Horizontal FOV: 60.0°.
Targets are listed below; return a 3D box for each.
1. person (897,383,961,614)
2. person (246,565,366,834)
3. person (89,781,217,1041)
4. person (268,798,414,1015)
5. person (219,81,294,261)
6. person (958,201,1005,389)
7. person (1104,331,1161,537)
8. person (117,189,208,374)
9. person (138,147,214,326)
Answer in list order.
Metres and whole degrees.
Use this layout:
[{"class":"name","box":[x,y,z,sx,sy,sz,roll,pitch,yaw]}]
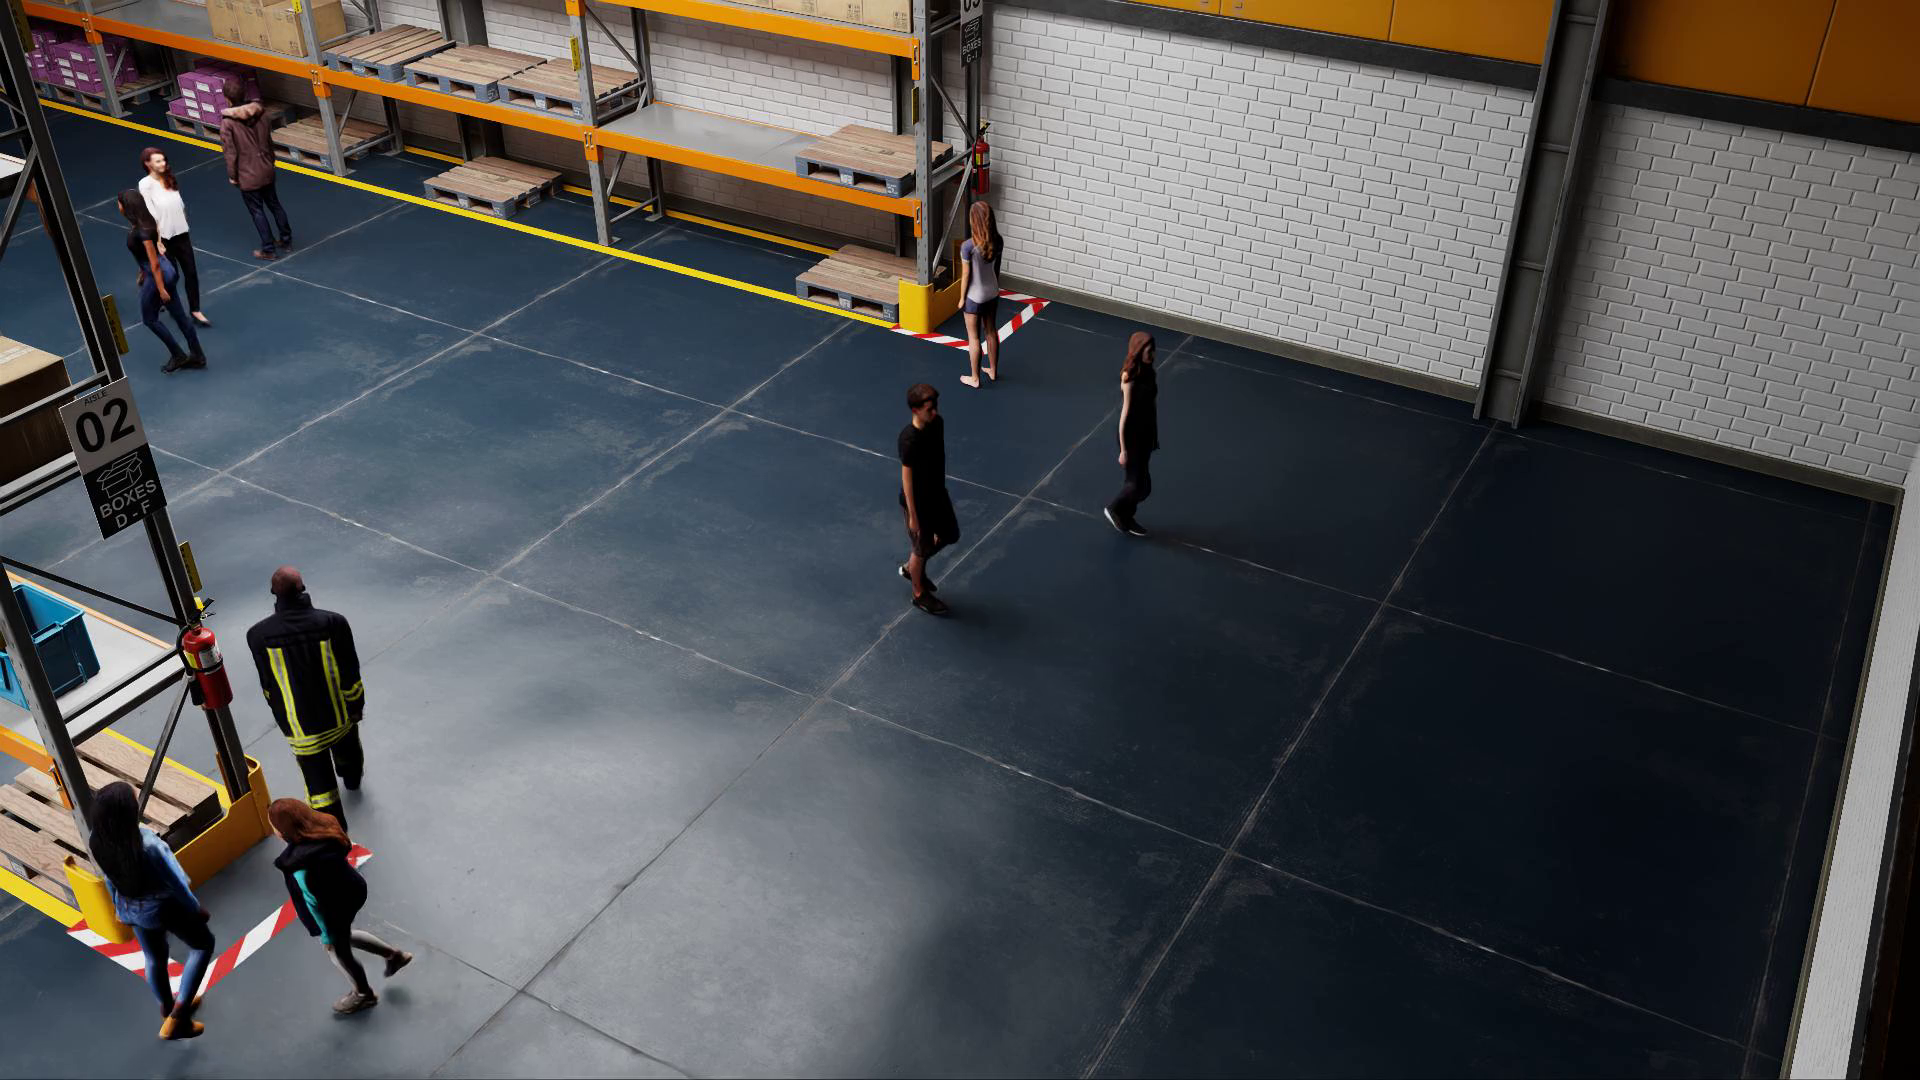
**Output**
[{"class":"person","box":[-0.322,-0.325,11.875,0.674,1.849,0.674,17,37,23]},{"class":"person","box":[-3.860,0.998,9.937,1.159,1.792,1.285,-13,36,-18]},{"class":"person","box":[-4.173,1.976,8.544,0.676,1.704,0.749,7,34,10]},{"class":"person","box":[-3.264,1.930,8.816,0.873,1.480,0.814,-8,35,-12]},{"class":"person","box":[-7.260,-3.801,17.109,0.640,1.845,0.744,17,37,24]},{"class":"person","box":[0.193,-2.180,14.772,0.662,1.733,0.655,-25,41,-32]},{"class":"person","box":[1.263,-0.816,12.710,0.661,1.742,0.618,21,39,29]},{"class":"person","box":[-7.136,-2.352,15.046,0.783,1.714,0.725,-13,36,-19]},{"class":"person","box":[-7.538,-2.847,15.734,0.865,1.778,0.652,14,36,20]}]
